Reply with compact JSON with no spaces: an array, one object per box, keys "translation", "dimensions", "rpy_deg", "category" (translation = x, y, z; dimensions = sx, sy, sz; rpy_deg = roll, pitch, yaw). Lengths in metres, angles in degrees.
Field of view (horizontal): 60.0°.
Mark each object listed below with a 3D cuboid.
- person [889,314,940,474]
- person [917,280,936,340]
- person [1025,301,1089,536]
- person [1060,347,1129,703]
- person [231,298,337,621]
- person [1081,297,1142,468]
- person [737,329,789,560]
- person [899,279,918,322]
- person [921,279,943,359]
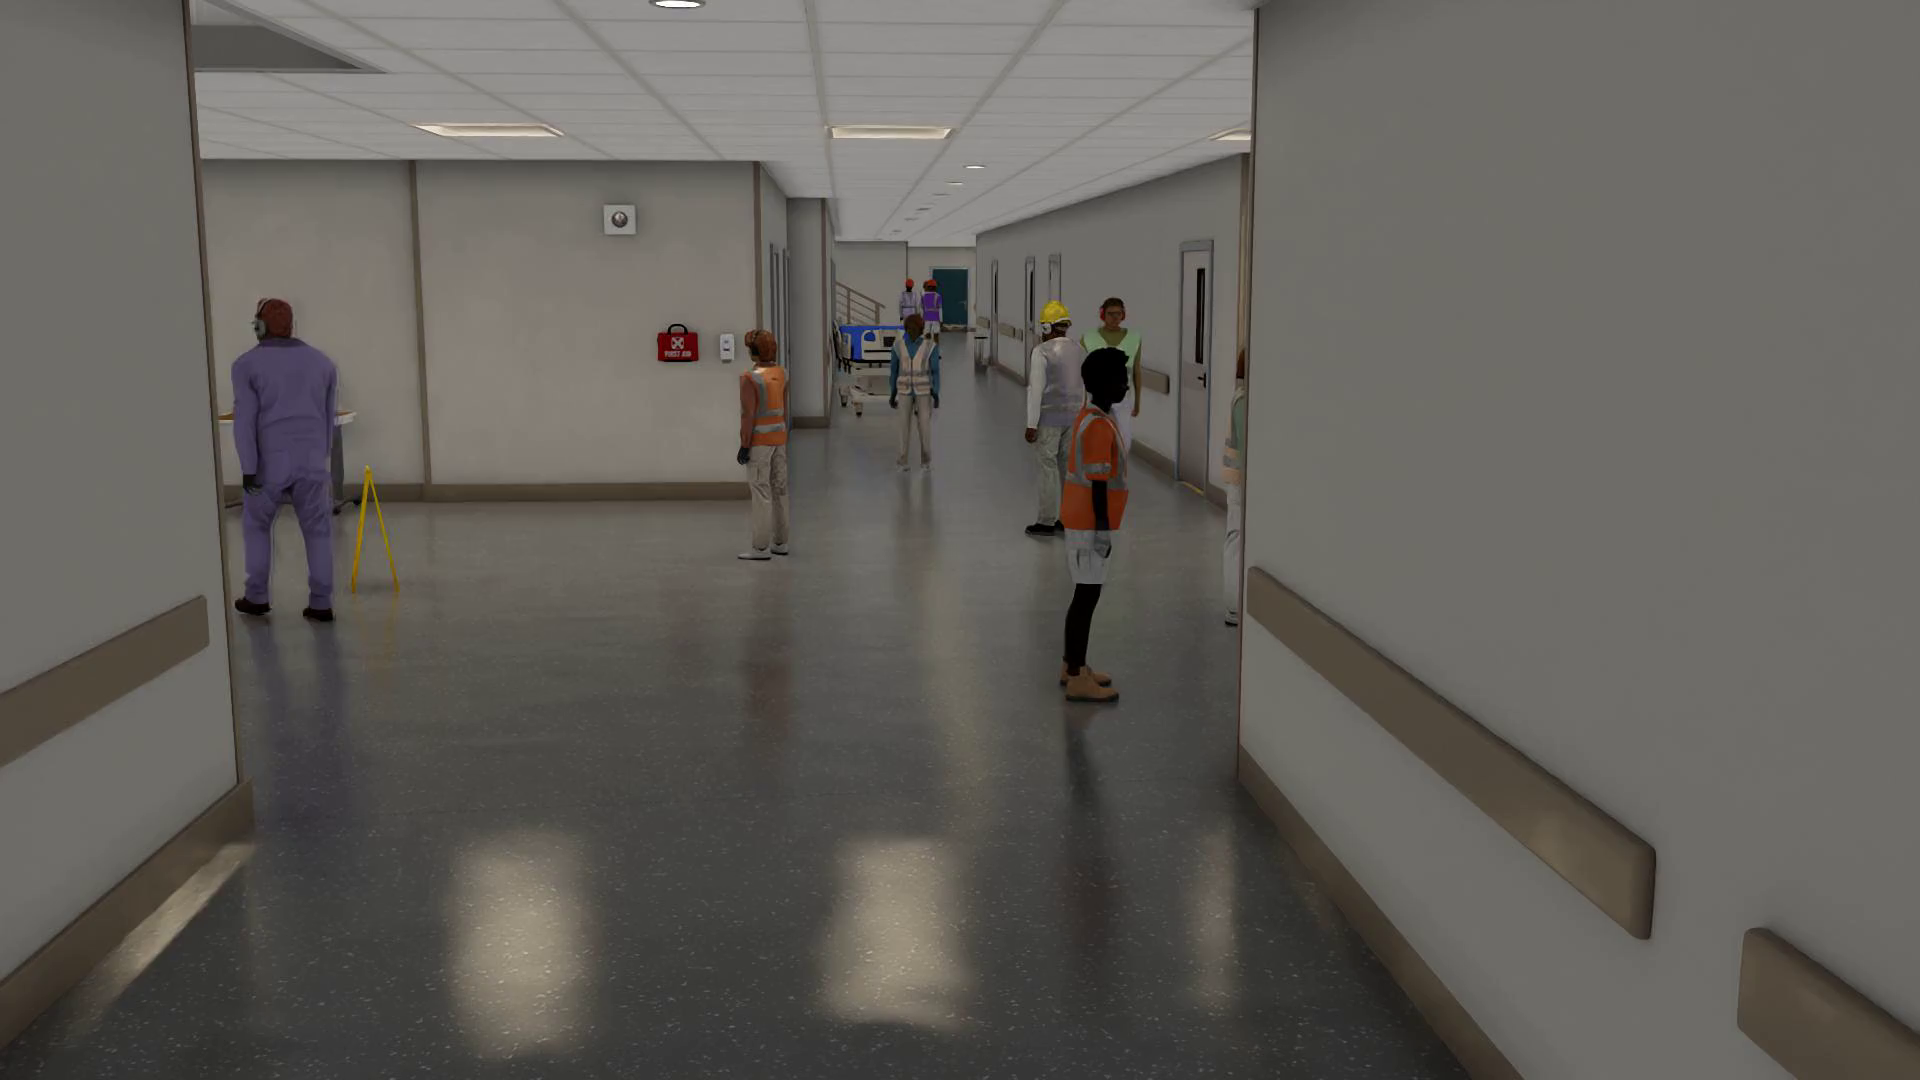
[{"translation":[-0.460,-1.493,17.090],"dimensions":[0.543,1.634,0.559],"rpy_deg":[2,9,12],"category":"person"},{"translation":[-1.001,-6.927,50.399],"dimensions":[0.583,1.868,0.547],"rpy_deg":[1,9,4],"category":"person"},{"translation":[0.735,-0.946,12.981],"dimensions":[0.598,1.827,0.403],"rpy_deg":[-9,12,-43],"category":"person"},{"translation":[0.640,-0.077,7.950],"dimensions":[0.324,1.687,0.536],"rpy_deg":[0,9,0],"category":"person"},{"translation":[-4.010,-0.472,9.822],"dimensions":[0.836,1.879,0.649],"rpy_deg":[9,13,44],"category":"person"},{"translation":[1.374,-1.297,15.178],"dimensions":[0.561,1.831,0.432],"rpy_deg":[0,9,-2],"category":"person"},{"translation":[-1.395,-0.675,11.854],"dimensions":[0.307,1.641,0.513],"rpy_deg":[5,10,28],"category":"person"},{"translation":[-1.348,-5.957,44.115],"dimensions":[0.543,1.927,0.375],"rpy_deg":[-5,10,-28],"category":"person"},{"translation":[-0.673,-5.343,40.270],"dimensions":[0.550,1.933,0.383],"rpy_deg":[4,10,24],"category":"person"}]
